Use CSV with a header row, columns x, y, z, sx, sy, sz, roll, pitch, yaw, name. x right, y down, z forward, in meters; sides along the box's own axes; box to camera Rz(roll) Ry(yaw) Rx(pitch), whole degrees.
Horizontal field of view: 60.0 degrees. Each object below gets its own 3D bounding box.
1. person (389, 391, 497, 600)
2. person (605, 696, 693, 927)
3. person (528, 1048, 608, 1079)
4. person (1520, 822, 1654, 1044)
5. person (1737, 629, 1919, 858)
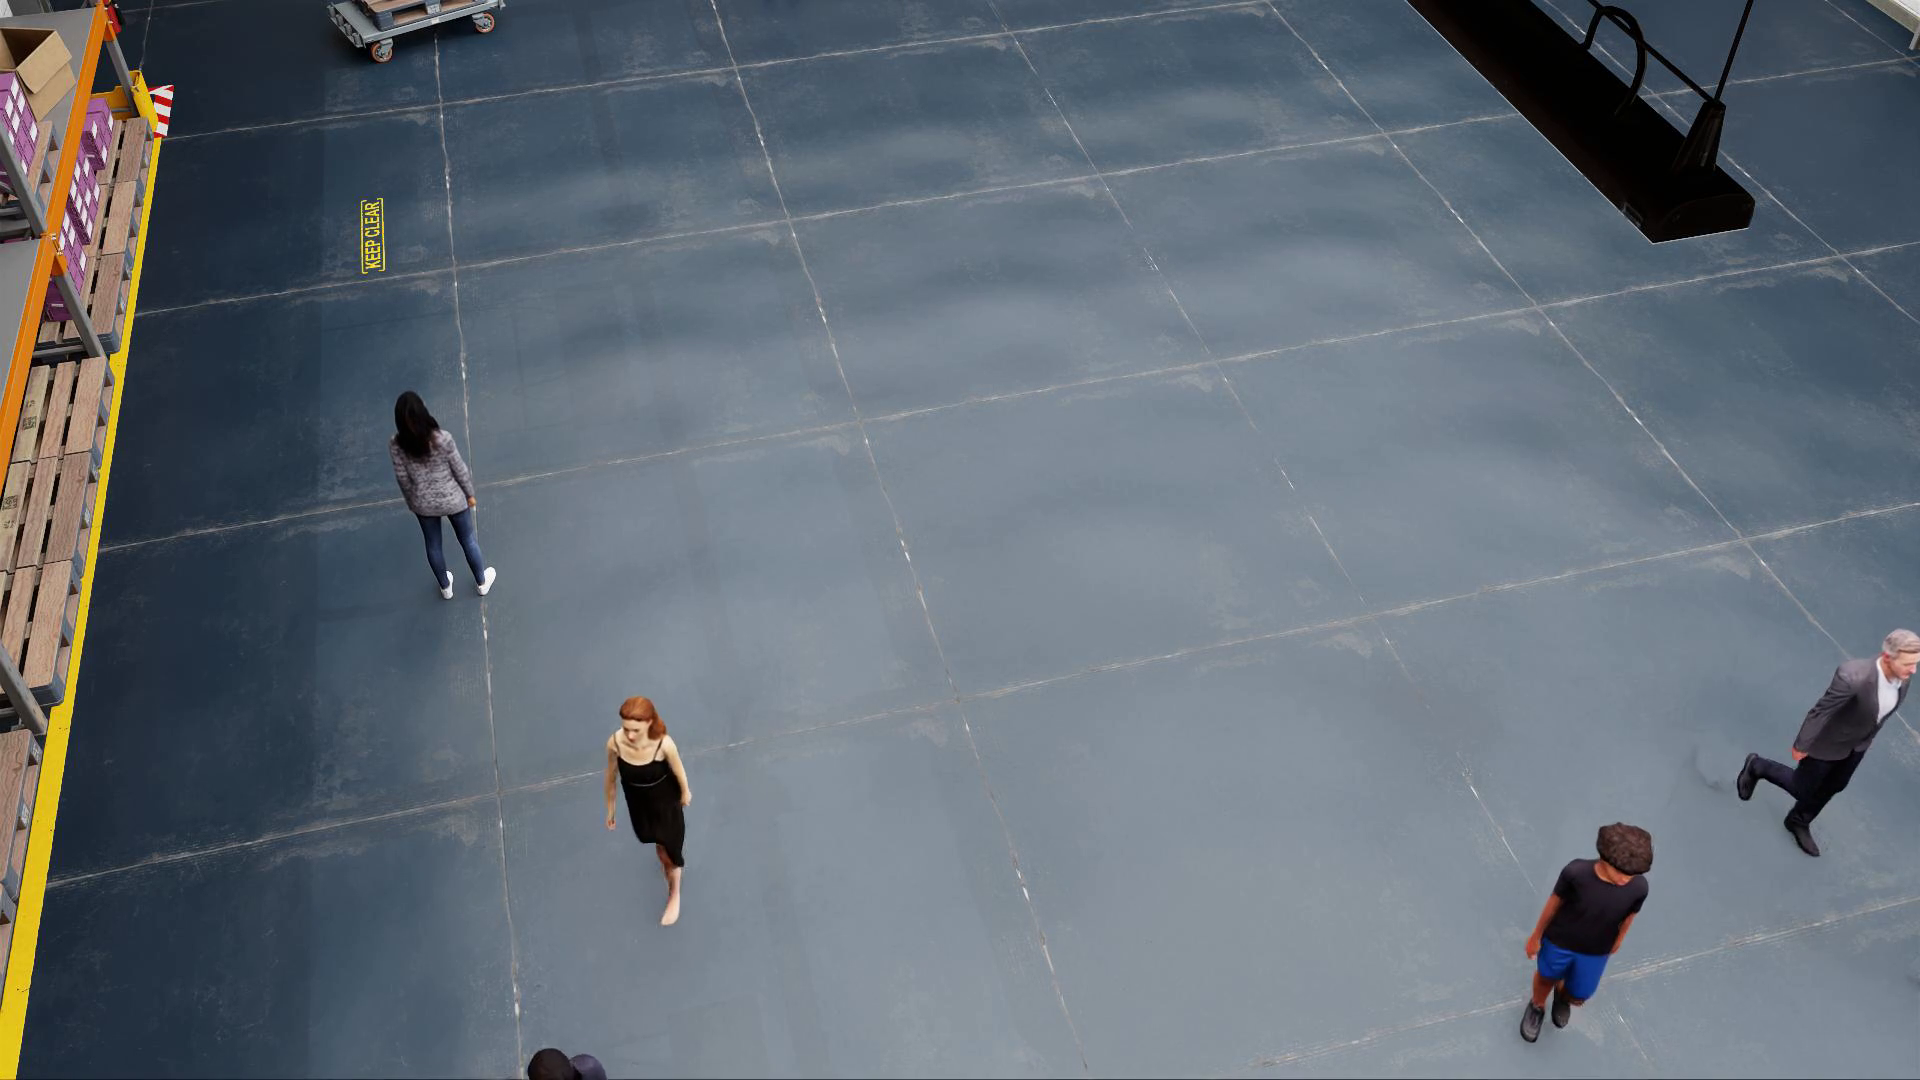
x,y,z,sx,sy,sz,roll,pitch,yaw,name
-3.523,-0.290,11.215,0.640,1.735,0.569,-4,44,-4,person
-1.734,1.395,9.543,0.795,1.602,0.948,9,44,9,person
-1.872,2.827,7.854,0.985,1.859,1.227,-30,51,-28,person
3.270,2.006,8.770,0.760,1.783,0.815,17,46,17,person
5.071,1.094,9.701,0.776,1.820,0.886,-17,46,-17,person
